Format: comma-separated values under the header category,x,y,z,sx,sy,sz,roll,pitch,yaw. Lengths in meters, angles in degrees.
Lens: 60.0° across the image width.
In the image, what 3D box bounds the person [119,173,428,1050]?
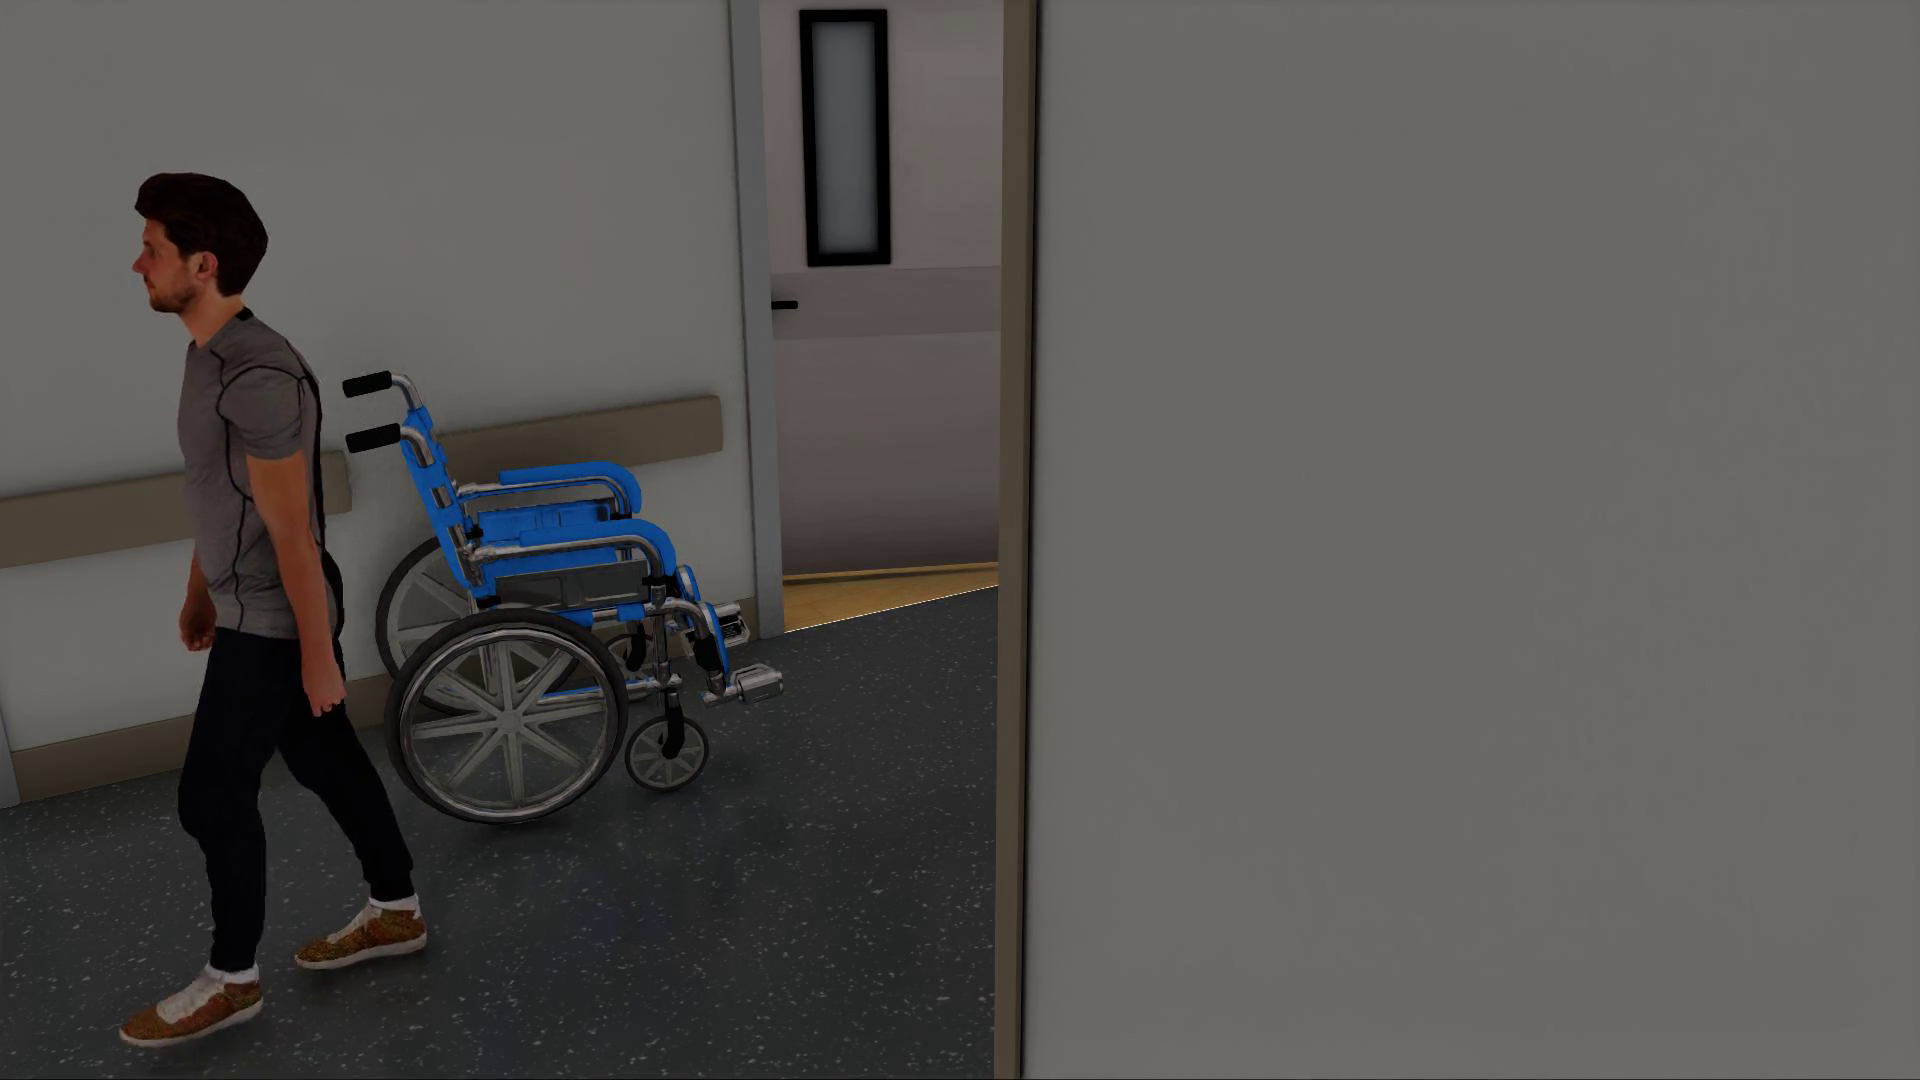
category,x,y,z,sx,sy,sz,roll,pitch,yaw
person,-1.414,0.156,3.647,0.883,1.866,0.662,-12,24,-29
